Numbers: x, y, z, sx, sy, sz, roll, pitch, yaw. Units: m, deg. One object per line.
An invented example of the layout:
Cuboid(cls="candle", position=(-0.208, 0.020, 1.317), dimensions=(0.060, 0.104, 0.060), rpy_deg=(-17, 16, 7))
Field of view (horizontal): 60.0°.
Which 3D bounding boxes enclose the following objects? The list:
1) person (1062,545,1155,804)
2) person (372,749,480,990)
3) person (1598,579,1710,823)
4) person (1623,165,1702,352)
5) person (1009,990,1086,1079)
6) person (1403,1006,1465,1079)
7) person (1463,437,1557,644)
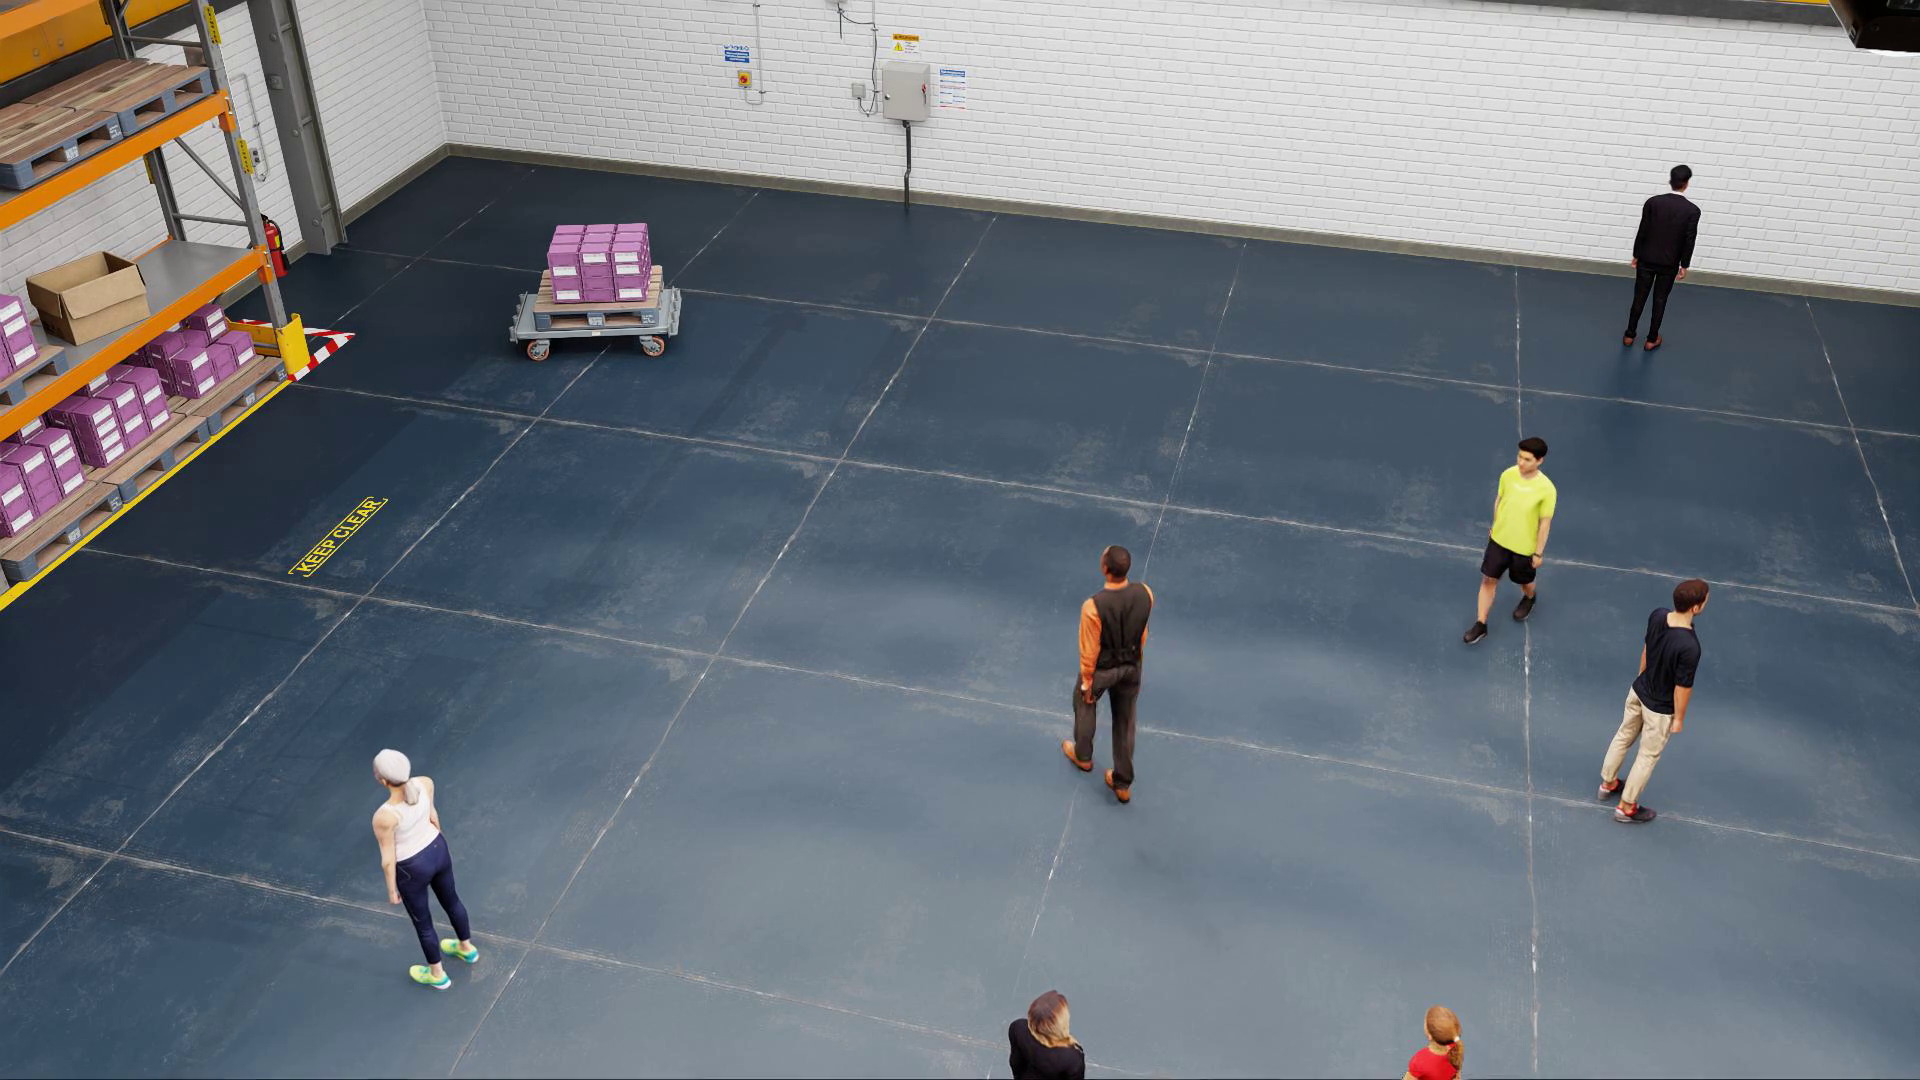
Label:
Cuboid(cls="person", position=(1.051, 0.917, 10.879), dimensions=(0.971, 1.884, 1.071), rpy_deg=(-11, 35, -16))
Cuboid(cls="person", position=(-3.097, 1.882, 9.591), dimensions=(0.704, 1.702, 0.551), rpy_deg=(17, 37, 24))
Cuboid(cls="person", position=(4.486, 1.026, 10.741), dimensions=(0.768, 1.854, 0.647), rpy_deg=(-8, 34, -12))
Cuboid(cls="person", position=(6.924, -2.794, 16.465), dimensions=(0.751, 1.880, 0.647), rpy_deg=(17, 37, 24))
Cuboid(cls="person", position=(0.425, 2.823, 8.203), dimensions=(0.665, 1.672, 0.648), rpy_deg=(22, 40, 30))
Cuboid(cls="person", position=(2.416, 2.895, 8.428), dimensions=(0.602, 1.303, 0.658), rpy_deg=(-16, 37, -22))
Cuboid(cls="person", position=(4.224, -0.032, 12.494), dimensions=(0.978, 1.676, 1.169), rpy_deg=(29, 43, 36))
